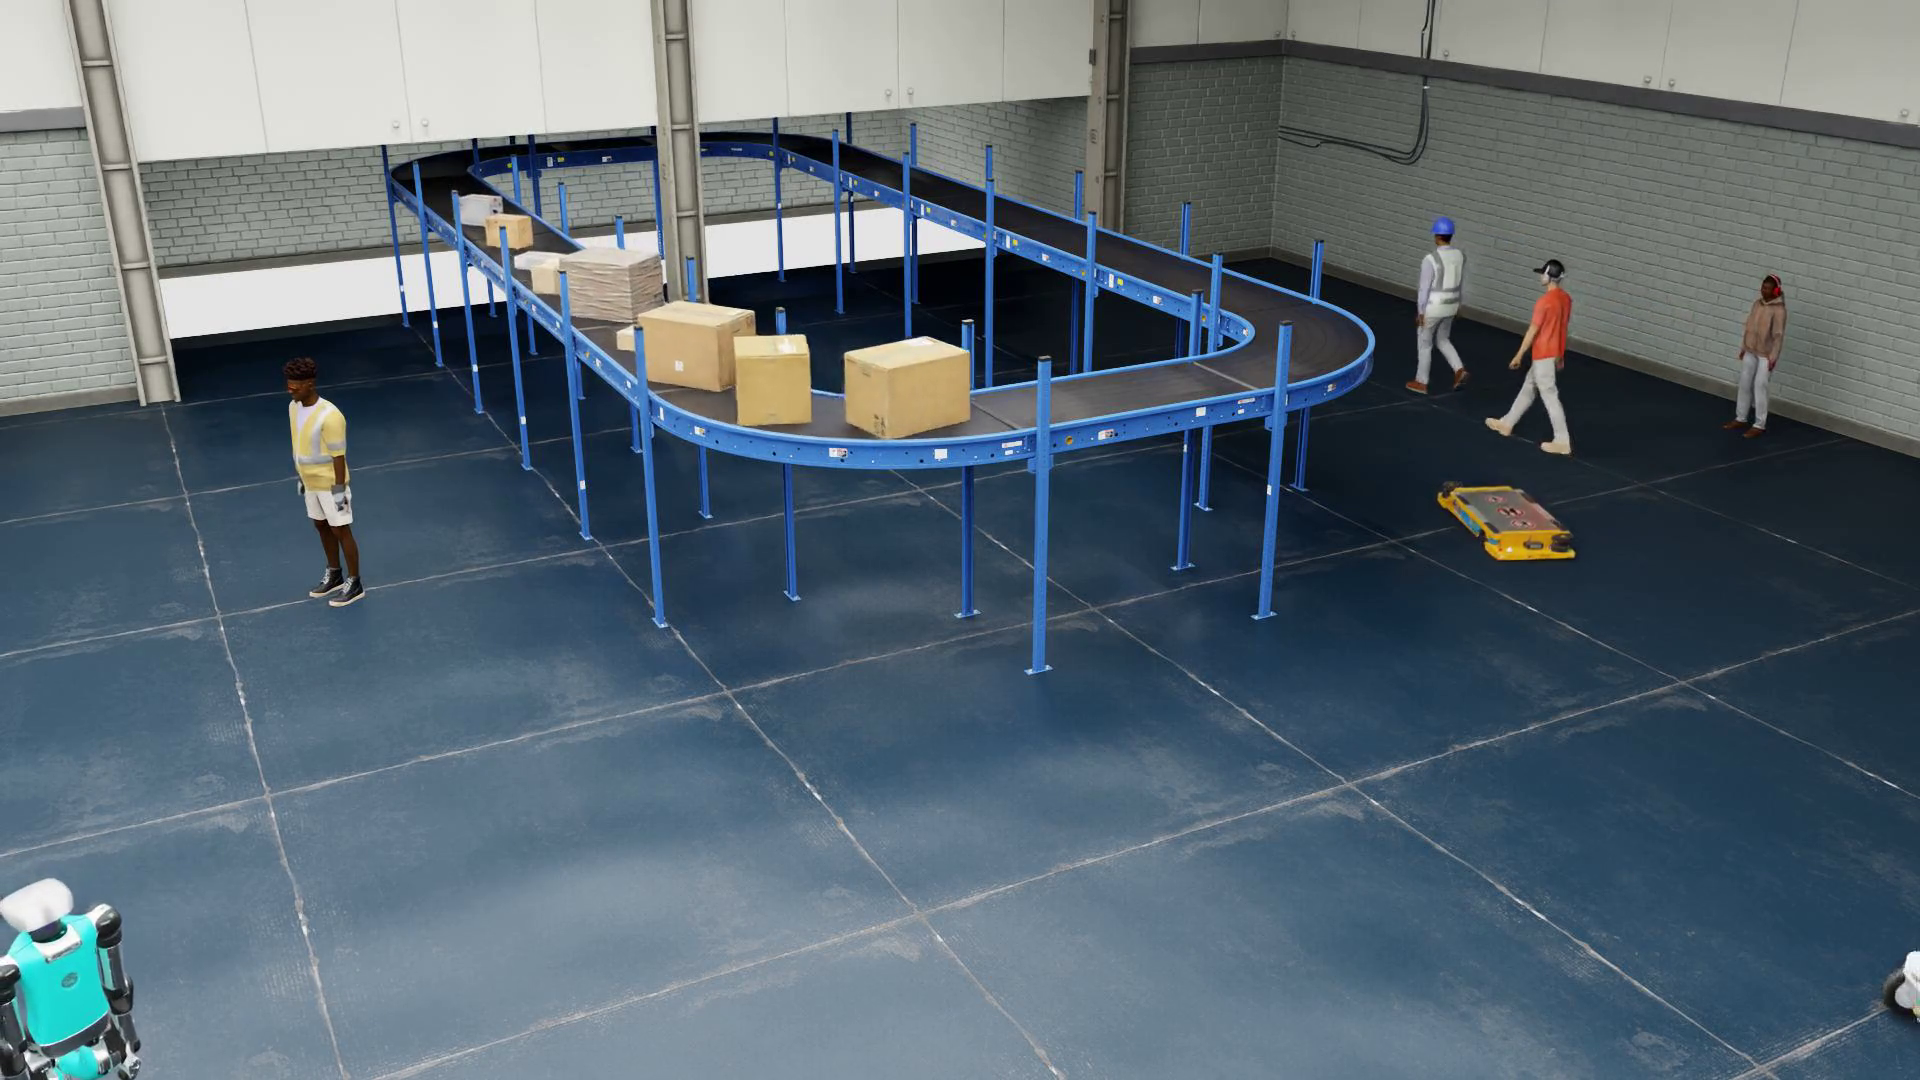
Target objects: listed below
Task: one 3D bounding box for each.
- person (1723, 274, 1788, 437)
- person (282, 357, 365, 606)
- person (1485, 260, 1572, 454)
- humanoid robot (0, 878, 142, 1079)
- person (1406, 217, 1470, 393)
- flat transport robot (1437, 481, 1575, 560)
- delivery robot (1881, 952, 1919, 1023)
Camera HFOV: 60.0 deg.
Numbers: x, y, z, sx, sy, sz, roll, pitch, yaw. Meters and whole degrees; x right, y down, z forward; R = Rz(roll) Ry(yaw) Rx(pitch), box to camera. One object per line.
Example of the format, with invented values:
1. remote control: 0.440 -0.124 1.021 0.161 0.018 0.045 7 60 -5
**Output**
1. person: 8.005 -1.844 16.601 0.310 1.645 0.476 -6 23 -15
2. person: -4.895 -0.459 12.762 0.601 1.959 0.374 17 27 35
3. person: 5.662 -1.807 16.223 0.506 1.854 1.008 -19 28 -38
4. humanoid robot: -3.686 2.095 6.761 1.020 1.745 0.544 15 26 32
5. person: 5.172 -2.471 17.779 0.620 1.929 0.639 -12 25 -27
6. flat transport robot: 4.677 -0.172 14.300 0.659 0.231 1.431 -2 22 -4
7. delivery robot: 4.952 2.203 8.041 0.785 0.589 0.499 0 22 0
